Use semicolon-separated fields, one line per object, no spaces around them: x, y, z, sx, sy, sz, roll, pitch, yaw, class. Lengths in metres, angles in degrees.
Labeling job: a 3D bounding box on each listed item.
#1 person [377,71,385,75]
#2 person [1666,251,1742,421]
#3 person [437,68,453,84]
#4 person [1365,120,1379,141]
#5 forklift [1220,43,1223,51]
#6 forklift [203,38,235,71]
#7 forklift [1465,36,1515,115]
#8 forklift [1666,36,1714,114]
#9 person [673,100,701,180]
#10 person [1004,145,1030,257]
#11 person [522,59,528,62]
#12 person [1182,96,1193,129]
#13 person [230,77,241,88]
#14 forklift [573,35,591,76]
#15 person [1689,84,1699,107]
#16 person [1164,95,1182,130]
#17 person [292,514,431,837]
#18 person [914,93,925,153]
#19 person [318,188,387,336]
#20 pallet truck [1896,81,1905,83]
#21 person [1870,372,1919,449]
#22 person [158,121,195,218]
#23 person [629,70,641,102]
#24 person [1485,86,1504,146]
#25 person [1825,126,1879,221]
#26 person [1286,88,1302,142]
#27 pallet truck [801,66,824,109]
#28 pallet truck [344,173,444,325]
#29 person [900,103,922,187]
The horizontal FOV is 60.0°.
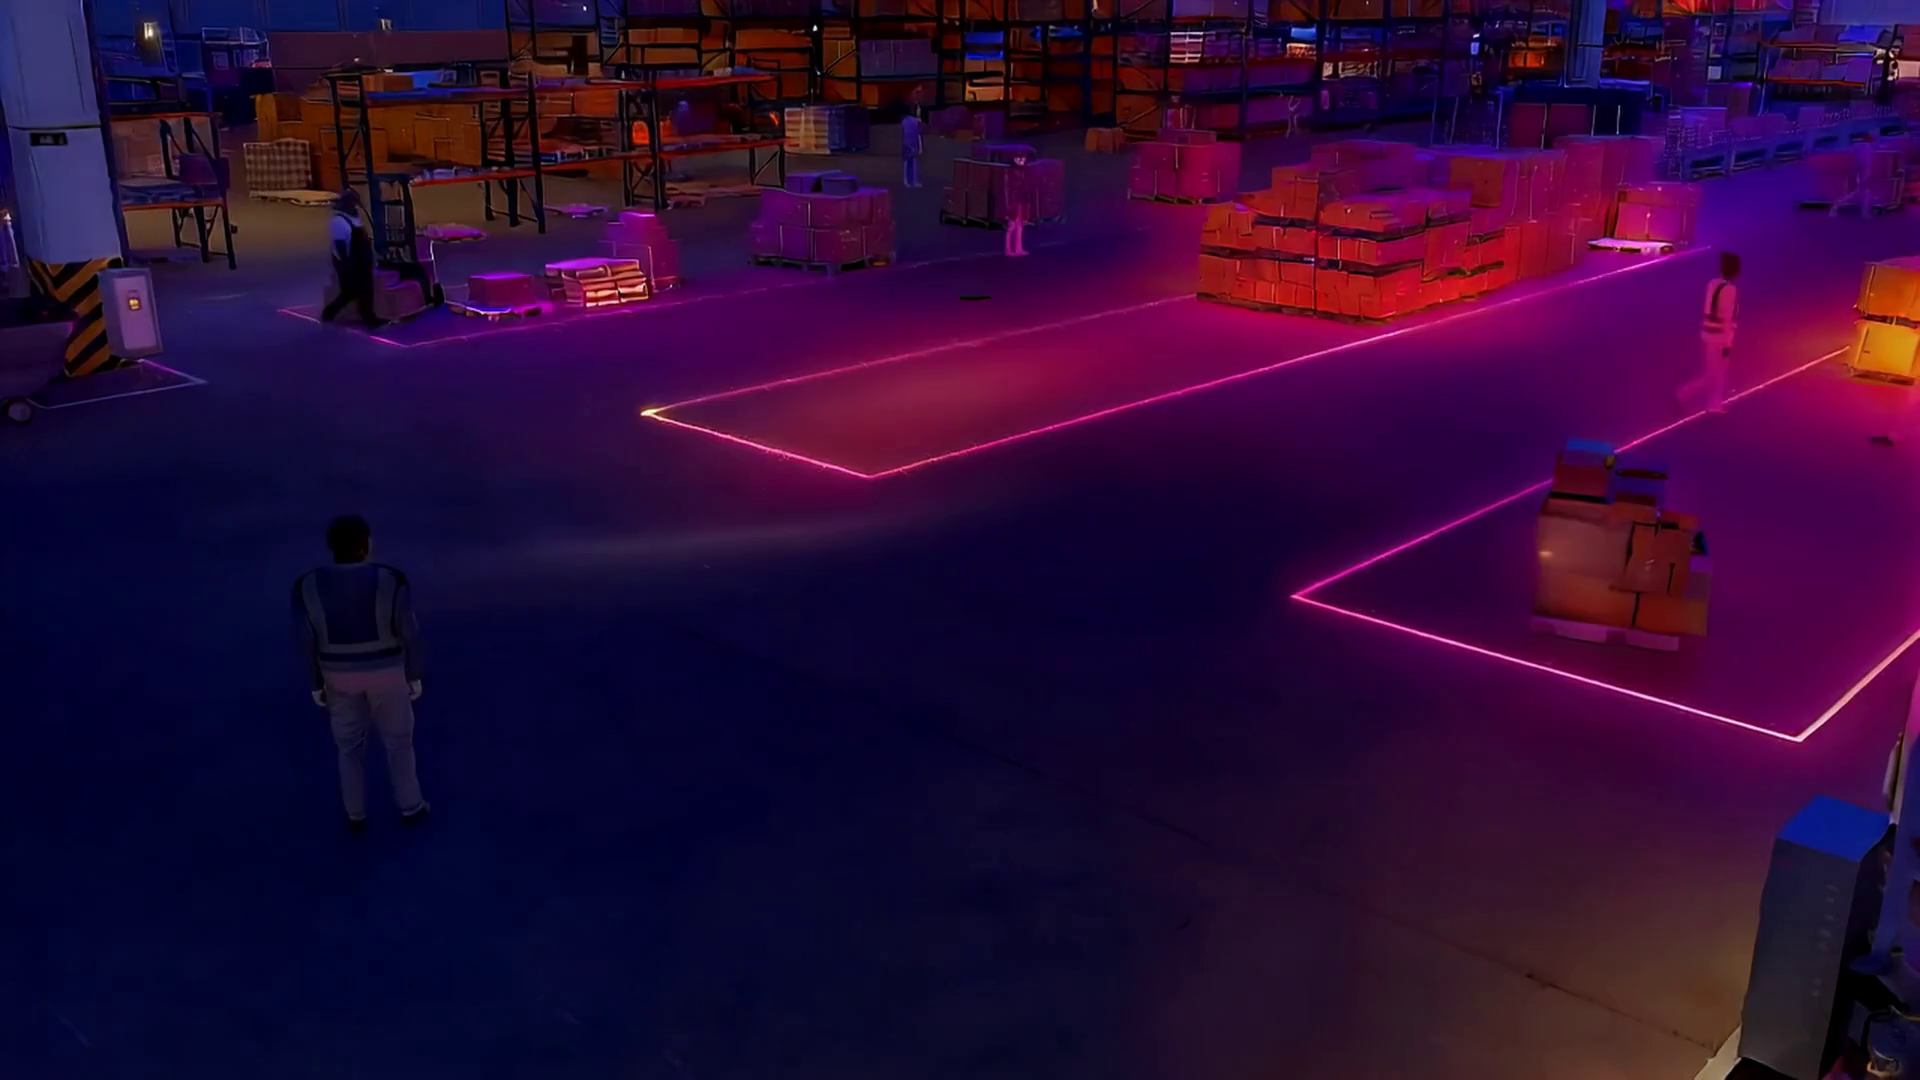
-19.625;-15.028;56.694;0.430;1.837;0.620;8;20;22;person
8.098;-2.179;17.939;0.691;1.865;0.588;3;19;8;person
-17.600;-15.186;57.024;0.543;1.928;0.372;-8;20;-22;person
8.898;-8.148;36.004;0.511;1.832;0.987;-17;25;-41;person
8.322;-15.262;55.763;1.129;2.768;1.873;17;25;41;forklift
-26.325;-16.469;59.401;1.129;2.768;1.873;-7;20;-20;forklift
19.973;-17.201;61.605;1.873;2.768;1.129;16;24;40;forklift
27.341;-17.291;61.877;1.129;2.768;1.873;17;25;41;forklift
-6.694;-9.863;41.037;0.664;1.898;0.963;16;24;39;person
1.032;-5.950;29.205;0.542;1.928;0.400;-14;23;-36;person
-16.251;-17.036;62.494;0.378;1.995;0.612;7;20;21;person
6.432;-11.735;47.076;0.307;1.641;0.512;7;20;20;person
-22.396;-13.441;51.810;0.885;1.905;0.638;16;24;40;person
-14.277;-17.633;62.909;1.873;2.768;1.129;0;18;-1;forklift
23.556;-13.802;53.356;0.601;1.587;0.520;7;19;19;person
5.426;-10.481;42.865;0.514;1.915;0.576;-4;19;-12;person
-3.272;0.751;9.149;0.624;1.841;0.430;-3;19;-9;person
-1.168;-11.846;47.339;0.322;1.691;0.532;7;20;20;person
-8.249;-3.746;22.379;0.805;2.000;0.686;4;19;11;person
34.802;-16.331;61.455;0.653;1.274;1.630;17;25;41;pallet truck
9.820;-1.708;16.767;0.891;1.687;0.506;-1;18;-3;person
-16.141;-7.612;34.185;0.635;1.938;0.359;12;22;32;person
-11.031;-14.855;56.058;0.592;1.910;0.386;-14;23;-35;person
15.864;-12.577;49.416;0.533;1.768;0.311;7;20;21;person
18.221;-7.448;33.773;0.551;1.903;0.931;-16;24;-39;person
10.292;-13.068;51.123;0.517;1.625;0.439;16;24;40;person
-4.812;-15.182;56.903;0.823;1.965;1.885;-9;21;-26;pallet truck
-8.209;-4.181;23.757;0.823;1.965;1.885;3;19;9;pallet truck
-1.149;-9.373;39.473;0.606;1.958;0.382;13;22;34;person
